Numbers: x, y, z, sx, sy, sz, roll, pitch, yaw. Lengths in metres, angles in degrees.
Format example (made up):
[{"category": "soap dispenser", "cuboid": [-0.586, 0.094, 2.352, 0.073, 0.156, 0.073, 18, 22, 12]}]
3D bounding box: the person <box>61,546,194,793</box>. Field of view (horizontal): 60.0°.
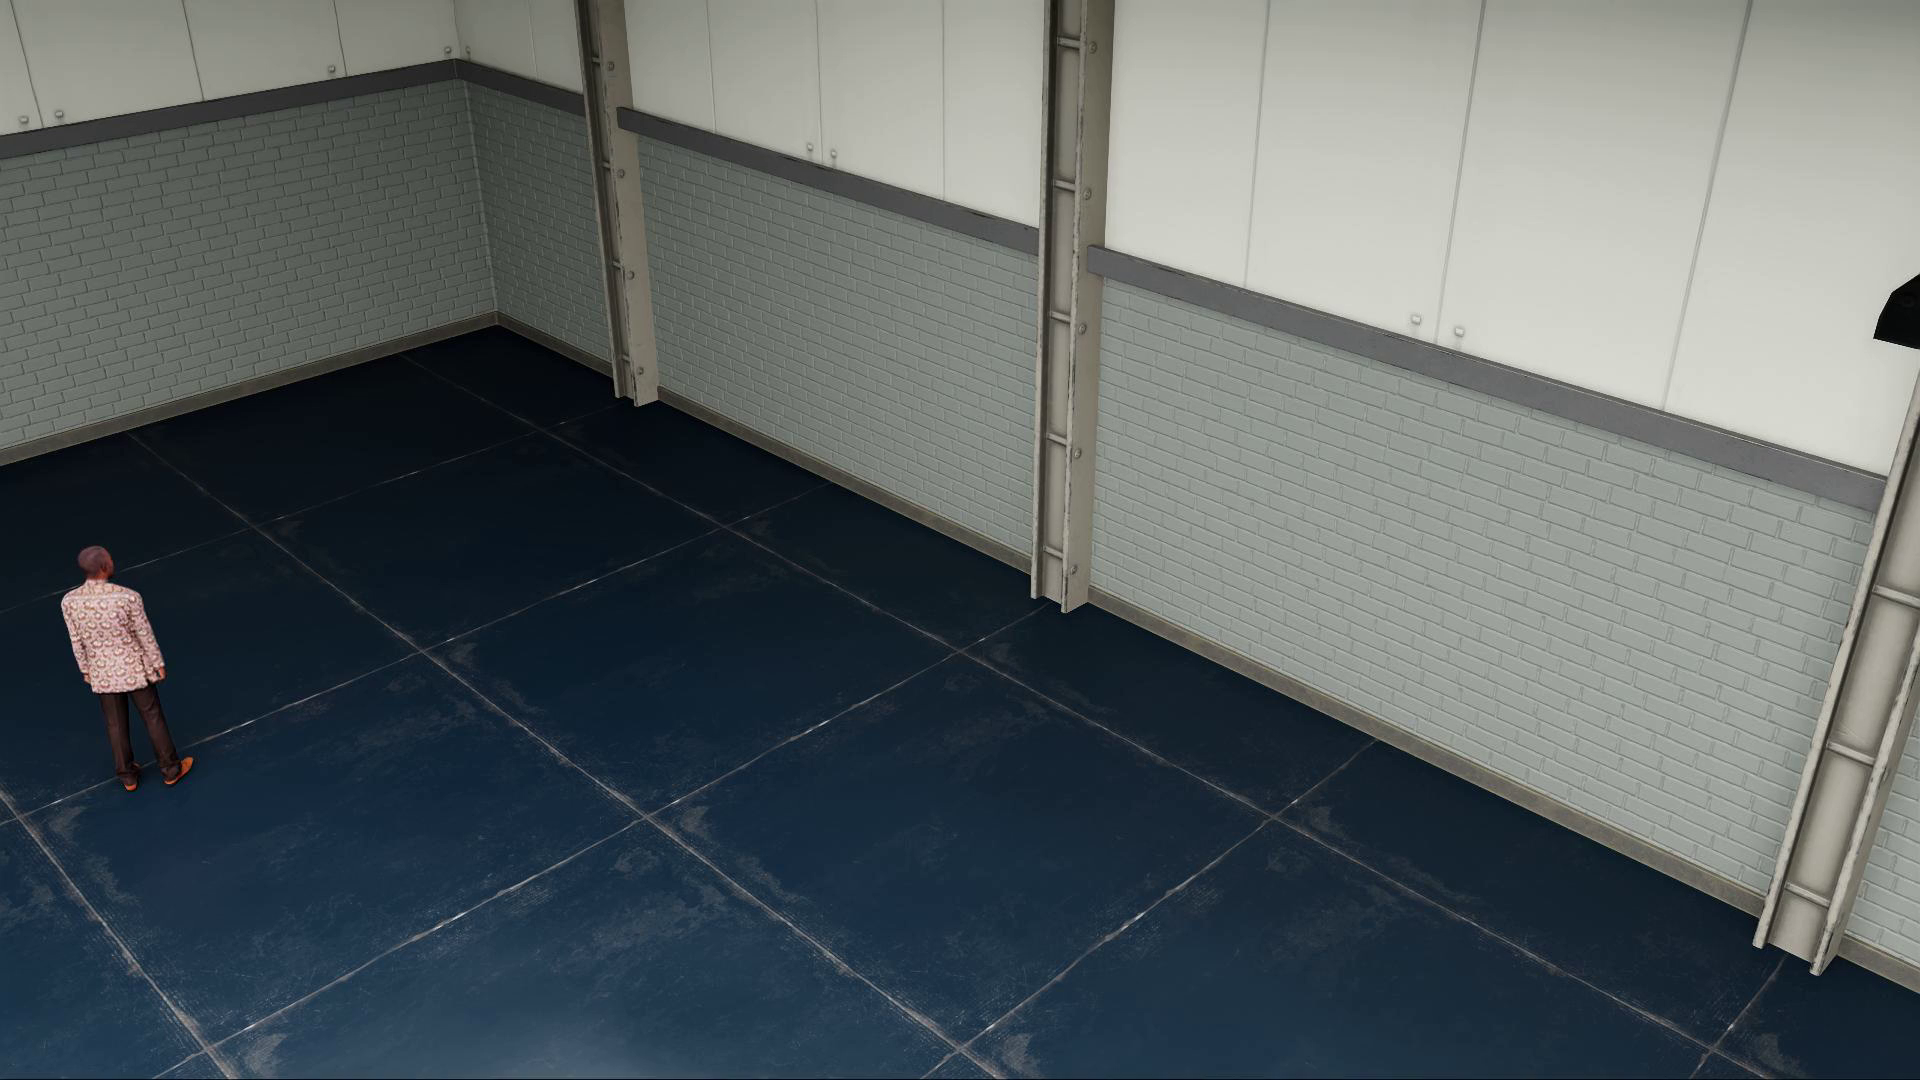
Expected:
[{"category": "person", "cuboid": [-5.644, 0.872, 11.192, 0.779, 1.809, 0.806, -4, 28, -7]}]
